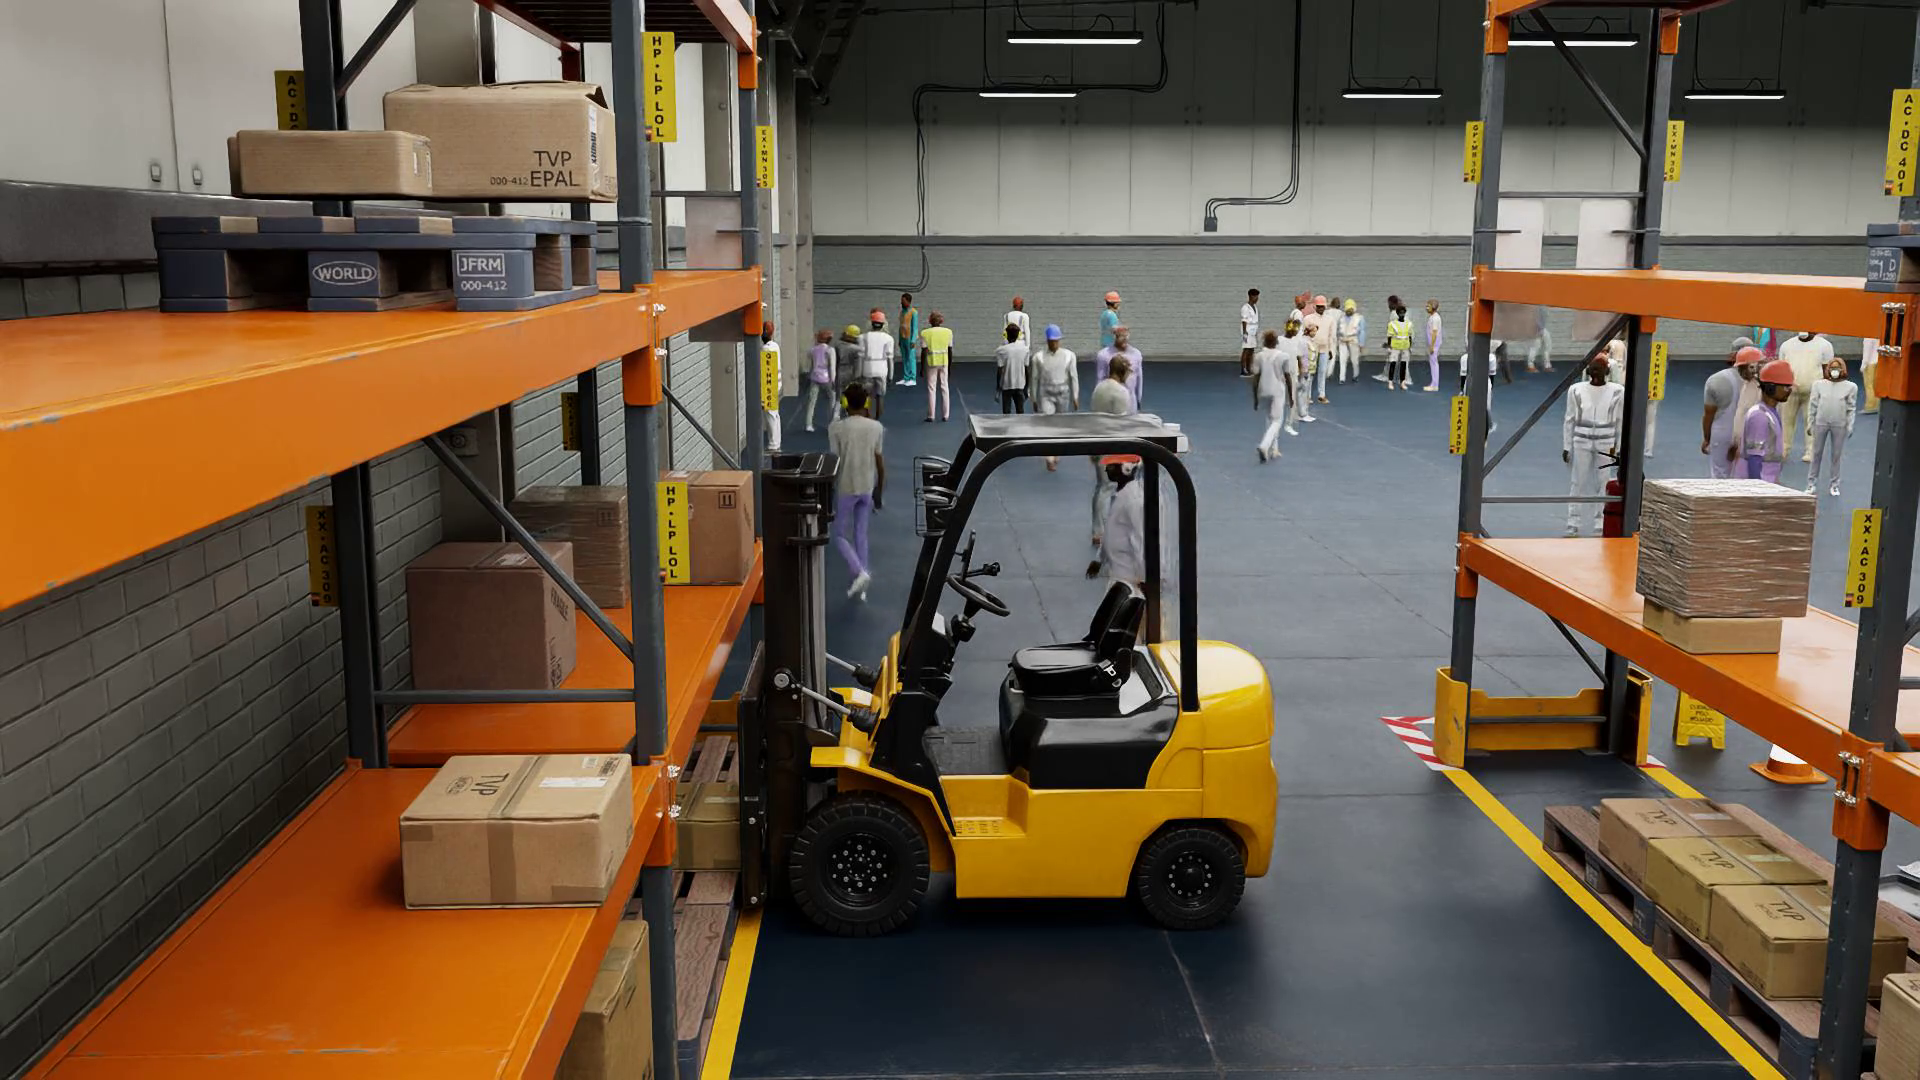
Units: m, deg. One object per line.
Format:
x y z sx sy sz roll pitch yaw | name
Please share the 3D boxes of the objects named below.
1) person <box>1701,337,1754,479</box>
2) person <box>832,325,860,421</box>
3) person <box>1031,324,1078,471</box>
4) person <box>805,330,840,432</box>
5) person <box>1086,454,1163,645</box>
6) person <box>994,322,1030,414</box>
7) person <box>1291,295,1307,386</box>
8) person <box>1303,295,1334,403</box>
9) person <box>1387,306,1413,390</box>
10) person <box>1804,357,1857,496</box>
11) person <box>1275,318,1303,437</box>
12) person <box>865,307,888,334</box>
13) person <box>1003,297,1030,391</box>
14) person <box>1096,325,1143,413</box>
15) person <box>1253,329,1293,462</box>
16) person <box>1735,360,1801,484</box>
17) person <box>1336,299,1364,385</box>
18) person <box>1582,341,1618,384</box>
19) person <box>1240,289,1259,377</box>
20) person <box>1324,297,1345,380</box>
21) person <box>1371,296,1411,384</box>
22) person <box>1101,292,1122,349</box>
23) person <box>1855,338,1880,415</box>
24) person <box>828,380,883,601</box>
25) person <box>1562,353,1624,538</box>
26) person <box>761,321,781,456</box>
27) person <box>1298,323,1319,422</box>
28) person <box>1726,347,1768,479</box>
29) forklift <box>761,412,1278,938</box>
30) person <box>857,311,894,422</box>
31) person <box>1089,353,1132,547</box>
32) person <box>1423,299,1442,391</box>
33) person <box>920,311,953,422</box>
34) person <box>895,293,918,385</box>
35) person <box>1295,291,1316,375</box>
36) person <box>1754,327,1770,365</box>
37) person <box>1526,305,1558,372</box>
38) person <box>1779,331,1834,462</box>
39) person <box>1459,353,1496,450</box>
7.933 -1.066 17.000 0.676 2.000 0.536 4 11 20 | person
-1.787 -2.559 26.291 0.518 1.685 0.586 4 11 22 | person
1.236 -1.902 22.014 0.598 1.918 0.883 -1 10 -6 | person
-2.138 -2.505 26.240 0.600 1.593 0.849 7 12 35 | person
1.057 0.171 11.036 0.831 1.707 0.570 0 10 -1 | person
0.731 -2.101 23.240 0.511 1.872 0.328 -3 11 -17 | person
6.997 -4.120 34.468 0.347 1.881 0.573 1 10 4 | person
6.639 -3.528 30.842 0.612 1.995 0.376 -3 10 -14 | person
8.887 -3.874 33.598 0.542 1.695 0.316 -1 10 -7 | person
10.277 -1.336 19.636 0.499 1.634 0.279 6 12 29 | person
4.969 -2.509 25.636 0.598 1.834 0.453 -3 11 -15 | person
-1.759 -4.134 35.269 0.514 1.612 0.611 3 11 16 | person
1.142 -3.900 33.225 0.584 1.882 0.337 7 12 34 | person
2.106 -1.904 22.066 0.646 1.896 0.541 -2 10 -12 | person
4.251 -1.966 22.693 0.531 1.808 0.835 7 12 34 | person
6.583 -0.453 13.622 0.419 2.034 0.605 7 12 33 | person
8.176 -4.147 34.825 0.599 1.808 0.785 6 12 29 | person
8.886 -1.964 23.152 0.314 1.633 0.519 -9 13 -41 | person
6.441 -4.597 36.917 0.384 1.953 0.611 7 12 34 | person
8.078 -4.369 36.115 0.559 1.800 0.923 4 11 22 | person
9.134 -4.212 35.045 0.891 1.853 0.618 5 11 24 | person
2.884 -3.698 31.655 0.374 2.043 0.612 -2 10 -13 | person
15.797 -3.058 28.862 0.533 1.767 0.326 -7 12 -33 | person
-0.875 -0.387 13.734 0.561 1.855 0.458 -6 12 -29 | person
6.365 -0.936 16.713 0.585 1.882 0.337 5 11 24 | person
-2.680 -2.118 23.303 0.339 1.881 0.591 1 10 6 | person
5.803 -2.794 27.746 0.311 1.639 0.513 4 11 22 | person
7.865 -0.929 16.478 0.513 1.957 0.624 2 10 10 | person
0.291 0.548 7.580 2.313 2.155 1.214 0 10 -2 | forklift
-1.313 -2.606 25.949 0.586 1.907 0.492 0 10 -2 | person
1.465 -0.906 16.533 0.510 1.904 0.776 -3 11 -18 | person
9.490 -3.903 33.380 0.342 1.838 0.505 2 10 12 | person
-0.389 -2.873 27.605 0.562 1.847 0.390 -4 11 -19 | person
-1.086 -4.189 34.738 0.392 1.920 0.593 -7 12 -34 | person
7.663 -4.566 36.877 0.651 1.904 0.403 -4 11 -19 | person
16.616 -4.109 34.544 0.351 1.834 0.518 6 12 32 | person
13.367 -4.766 37.967 0.819 1.908 0.648 7 12 34 | person
11.471 -2.085 22.676 0.683 2.000 0.535 8 13 39 | person
7.428 -2.135 23.913 0.534 1.697 0.318 -1 10 -5 | person
